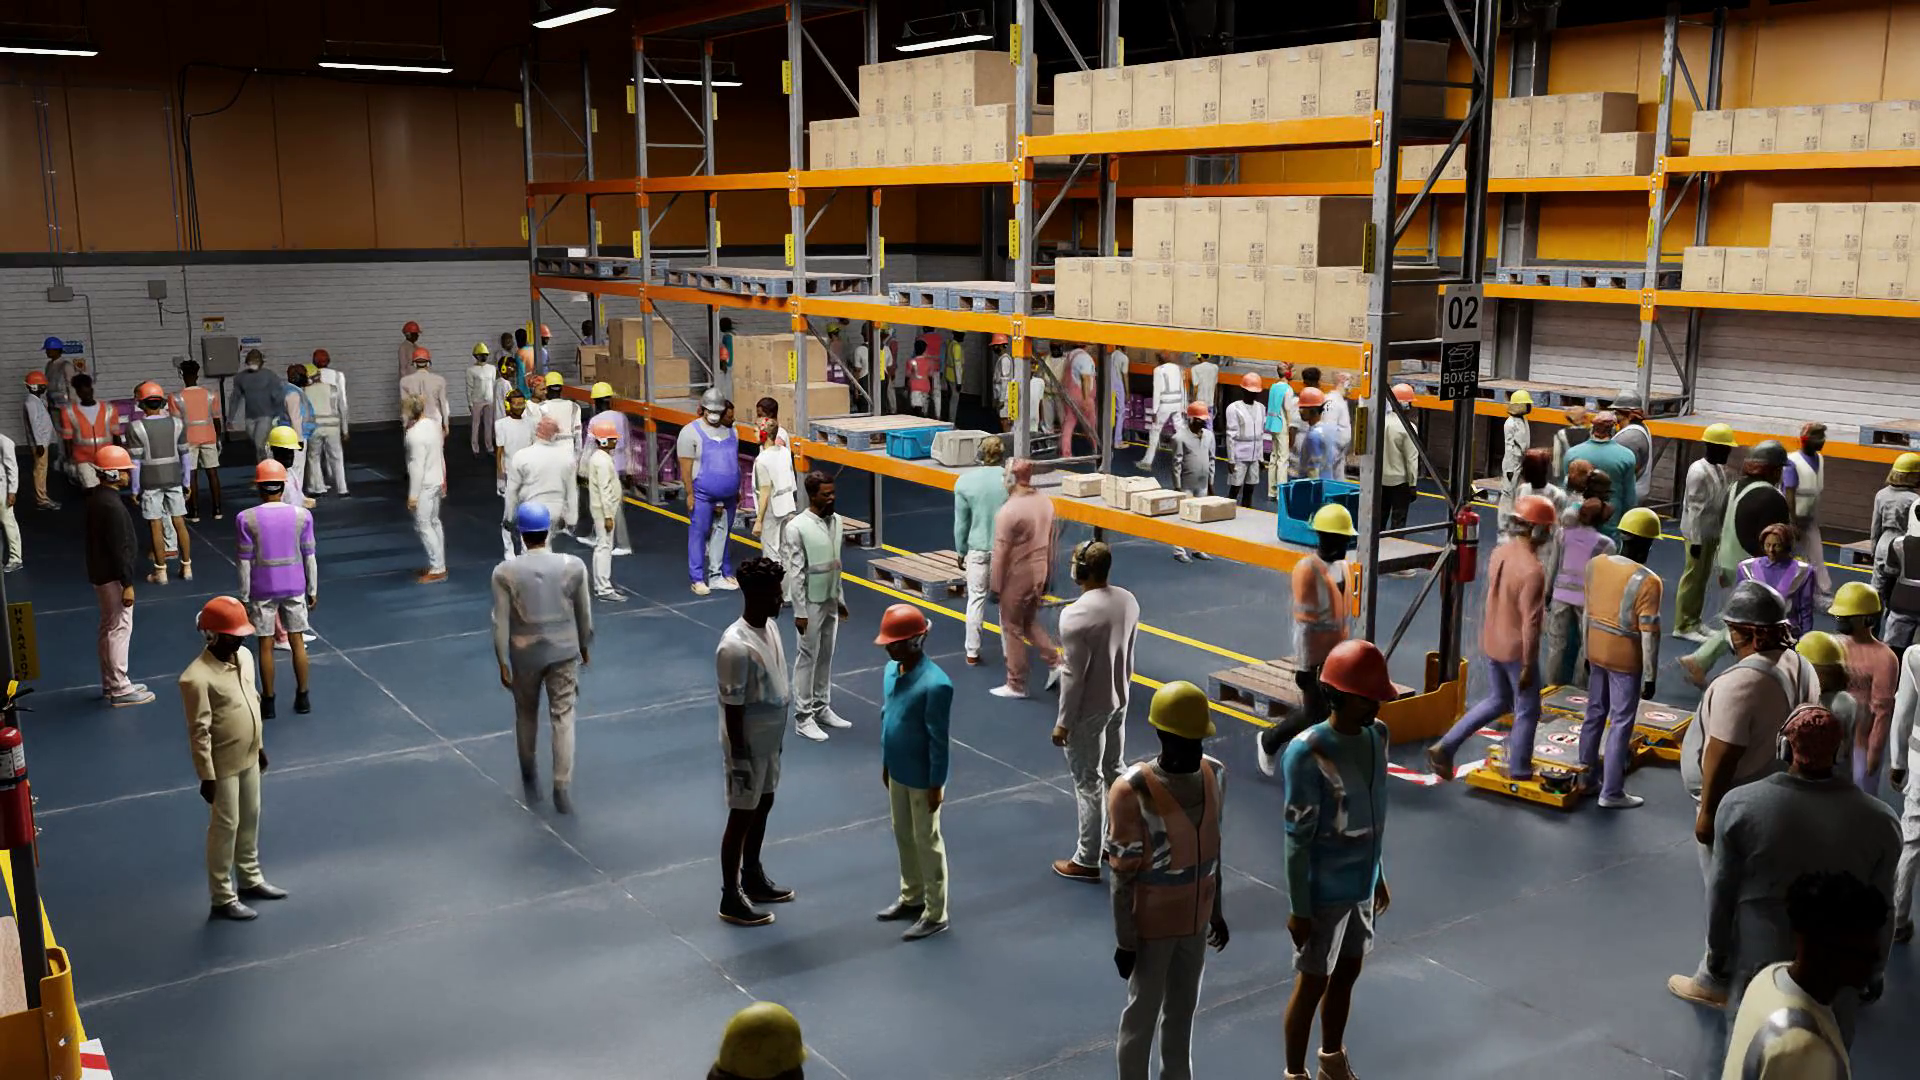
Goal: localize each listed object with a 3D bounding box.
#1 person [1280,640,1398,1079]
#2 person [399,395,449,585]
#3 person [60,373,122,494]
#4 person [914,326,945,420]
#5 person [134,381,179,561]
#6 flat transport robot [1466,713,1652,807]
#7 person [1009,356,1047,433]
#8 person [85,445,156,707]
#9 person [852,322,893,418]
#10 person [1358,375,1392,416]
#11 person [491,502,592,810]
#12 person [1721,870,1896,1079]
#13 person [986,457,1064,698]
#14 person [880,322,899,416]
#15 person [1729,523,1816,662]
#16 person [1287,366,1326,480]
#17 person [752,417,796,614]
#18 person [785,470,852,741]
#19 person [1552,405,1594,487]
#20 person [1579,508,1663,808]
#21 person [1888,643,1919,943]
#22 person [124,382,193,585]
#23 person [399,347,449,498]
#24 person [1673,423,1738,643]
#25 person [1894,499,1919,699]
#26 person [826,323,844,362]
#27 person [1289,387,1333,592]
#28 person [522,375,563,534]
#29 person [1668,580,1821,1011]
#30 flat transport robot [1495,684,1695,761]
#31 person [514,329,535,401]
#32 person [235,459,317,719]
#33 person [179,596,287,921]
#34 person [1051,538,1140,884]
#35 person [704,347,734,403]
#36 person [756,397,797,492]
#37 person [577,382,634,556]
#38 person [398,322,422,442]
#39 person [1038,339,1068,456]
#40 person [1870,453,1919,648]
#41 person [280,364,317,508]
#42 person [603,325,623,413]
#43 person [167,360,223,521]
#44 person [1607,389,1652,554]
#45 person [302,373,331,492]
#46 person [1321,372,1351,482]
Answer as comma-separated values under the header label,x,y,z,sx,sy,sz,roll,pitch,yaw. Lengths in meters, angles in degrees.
label,x,y,z,sx,sy,sz,roll,pitch,yaw
person,1.554,1.392,6.727,0.616,2.040,0.382,-10,15,-41
person,-5.407,-0.518,16.847,0.408,1.916,0.697,-1,11,-3
person,-9.805,-0.925,18.850,0.627,1.936,0.415,-8,14,-35
person,-0.563,-3.071,30.121,0.632,1.836,0.432,-7,13,-32
person,-8.668,-0.747,17.953,0.372,1.934,0.627,-4,12,-21
flat transport robot,4.002,1.435,11.051,0.652,0.197,1.431,10,15,42
person,0.905,-1.529,22.135,0.520,1.865,0.328,-4,12,-19
person,-6.387,0.270,12.627,0.409,1.987,0.607,-10,15,-41
person,-1.432,-2.454,26.411,0.683,2.000,0.535,-7,13,-33
person,5.515,-1.420,22.003,0.533,1.697,0.319,8,14,36
person,-2.663,0.695,10.636,0.614,1.904,0.984,-3,11,-15
person,2.450,1.851,4.646,0.913,1.927,0.638,4,12,19
person,0.501,0.305,12.704,0.512,1.889,0.643,7,13,33
person,-1.362,-3.120,30.390,0.403,1.823,0.595,-8,14,-37
person,5.549,0.686,11.403,0.525,1.630,0.312,7,13,32
person,4.135,-1.078,19.660,0.621,1.937,0.500,-2,11,-10
person,-1.741,-0.225,15.500,0.388,1.847,0.563,4,12,18
person,-1.016,0.448,11.870,0.392,1.920,0.587,6,12,27
person,6.868,-0.694,18.514,0.537,1.602,0.609,3,11,14
person,4.140,0.740,10.410,0.398,1.911,0.591,-5,12,-23
person,4.964,1.164,8.352,0.371,1.873,0.592,-7,13,-32
person,-8.086,-0.575,16.789,0.395,2.042,0.611,10,15,41
person,-7.030,-1.533,21.856,0.617,1.986,0.411,-3,11,-14
person,6.509,-0.067,14.514,0.397,1.919,0.587,10,15,41
person,7.337,0.335,12.522,0.400,1.895,0.653,-3,12,-17
person,-2.269,-3.038,30.120,0.329,1.762,0.523,4,12,21
person,3.457,-0.491,16.381,0.413,2.035,0.610,4,12,18
person,-4.874,-0.966,19.220,0.359,1.880,0.575,6,13,29
person,3.670,1.175,7.838,0.681,2.000,0.535,-7,13,-33
flat transport robot,4.623,1.275,11.870,1.431,0.197,0.652,10,15,42
person,-6.885,-2.403,26.476,0.392,1.914,0.587,3,11,13
person,-5.053,0.360,12.324,0.548,1.924,0.387,-8,13,-34
person,-3.838,1.141,8.787,0.348,1.740,0.574,1,11,6
person,0.743,0.946,9.273,0.370,1.940,0.627,9,14,40
person,-3.558,-2.027,24.974,0.564,1.747,0.339,-10,15,-43
person,-1.850,-0.478,16.653,0.409,1.907,0.598,-3,12,-16
person,-3.953,-0.771,18.173,0.882,1.895,0.601,4,12,21
person,-8.940,-2.576,27.187,0.419,1.984,0.633,1,11,7
person,1.478,-2.204,25.671,0.627,1.836,0.428,5,12,25
person,7.857,0.134,13.928,0.295,1.743,0.493,-3,11,-14
person,-8.413,-1.322,21.166,0.431,1.835,0.624,-5,12,-22
person,-6.092,-2.889,29.176,0.562,1.835,0.396,3,12,16
person,-9.284,-1.208,20.223,0.603,1.966,0.368,-10,15,-40
person,6.419,-0.459,16.201,0.536,2.000,0.688,6,13,29
person,-8.688,-1.457,22.379,0.277,1.627,0.502,-1,11,-7
person,4.343,-1.032,19.587,0.505,1.872,0.692,5,12,23
